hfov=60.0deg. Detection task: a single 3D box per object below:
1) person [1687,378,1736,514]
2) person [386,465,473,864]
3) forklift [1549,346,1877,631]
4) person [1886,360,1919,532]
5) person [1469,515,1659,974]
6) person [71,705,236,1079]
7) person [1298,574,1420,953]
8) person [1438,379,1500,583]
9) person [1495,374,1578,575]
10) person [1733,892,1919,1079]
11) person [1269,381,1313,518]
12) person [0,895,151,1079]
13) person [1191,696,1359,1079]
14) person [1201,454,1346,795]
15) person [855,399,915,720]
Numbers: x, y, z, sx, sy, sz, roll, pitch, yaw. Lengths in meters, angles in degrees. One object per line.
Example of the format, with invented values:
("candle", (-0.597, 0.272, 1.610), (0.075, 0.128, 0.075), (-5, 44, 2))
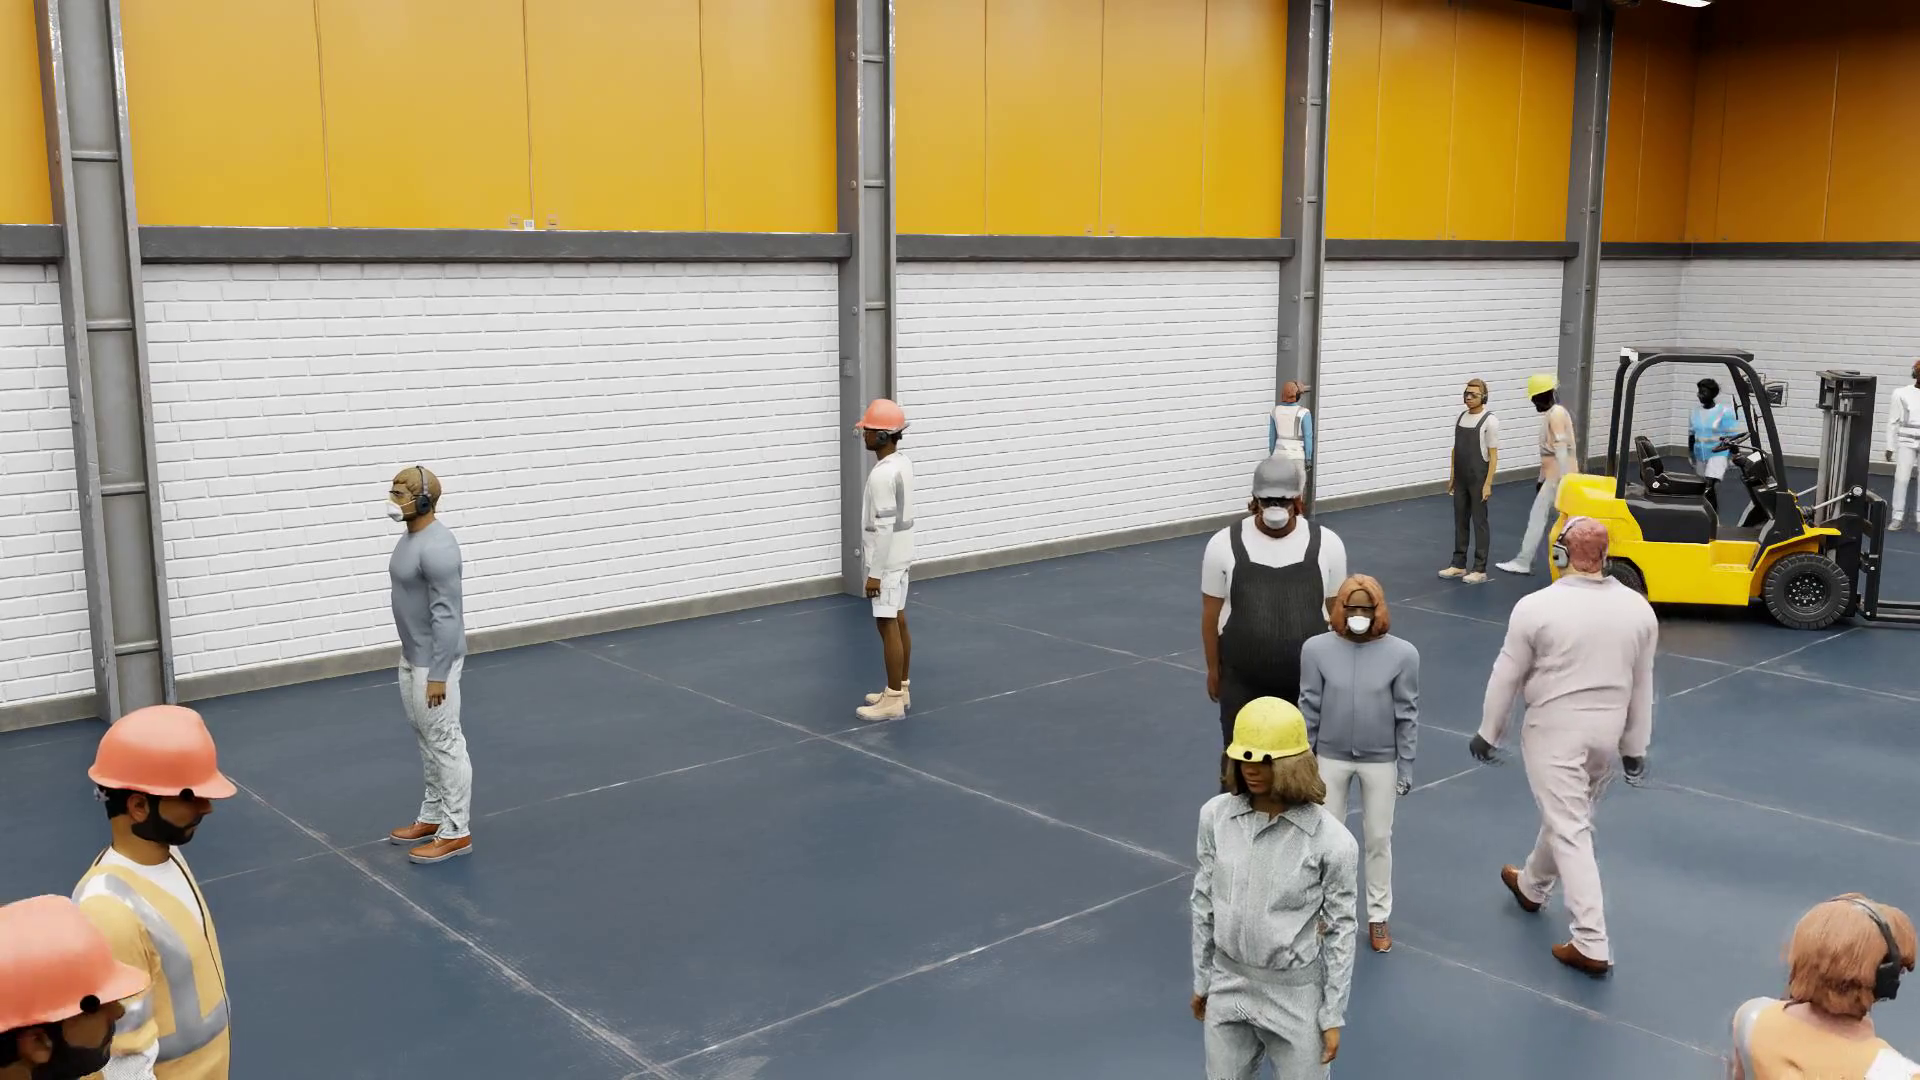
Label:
("person", (7.902, -0.877, 17.582), (0.617, 1.660, 0.542), (-5, 11, -27))
("person", (-2.608, 0.597, 8.140), (0.372, 1.940, 0.629), (-6, 11, -32))
("forklift", (6.109, -0.478, 13.691), (2.313, 2.155, 1.214), (3, 10, 16))
("person", (10.209, -1.007, 17.745), (0.582, 1.877, 0.355), (4, 10, 21))
("person", (2.560, 0.820, 7.079), (0.657, 1.853, 0.986), (-3, 10, -15))
("person", (-1.834, 1.329, 3.884), (0.366, 1.930, 0.542), (-3, 10, -17))
("person", (1.679, 0.940, 7.059), (0.502, 1.626, 0.283), (3, 10, 17))
("person", (4.619, -0.535, 15.045), (0.343, 1.846, 0.507), (-5, 11, -29))
("person", (5.378, -0.586, 15.297), (0.902, 1.859, 0.650), (4, 10, 22))
("person", (1.834, 1.537, 3.516), (0.388, 1.625, 0.548), (-4, 10, -21))
("person", (3.473, -0.848, 17.479), (0.511, 1.640, 0.308), (9, 13, 42))
("person", (-1.591, 1.534, 2.812), (0.998, 1.900, 0.540), (-5, 11, -27))
("person", (0.860, 1.285, 4.683), (0.488, 1.743, 0.317), (7, 12, 36))
("person", (1.493, 0.581, 7.938), (0.685, 2.000, 0.540), (1, 10, 6))
("person", (-0.479, 0.125, 10.590), (0.369, 2.048, 0.607), (2, 10, 10))
